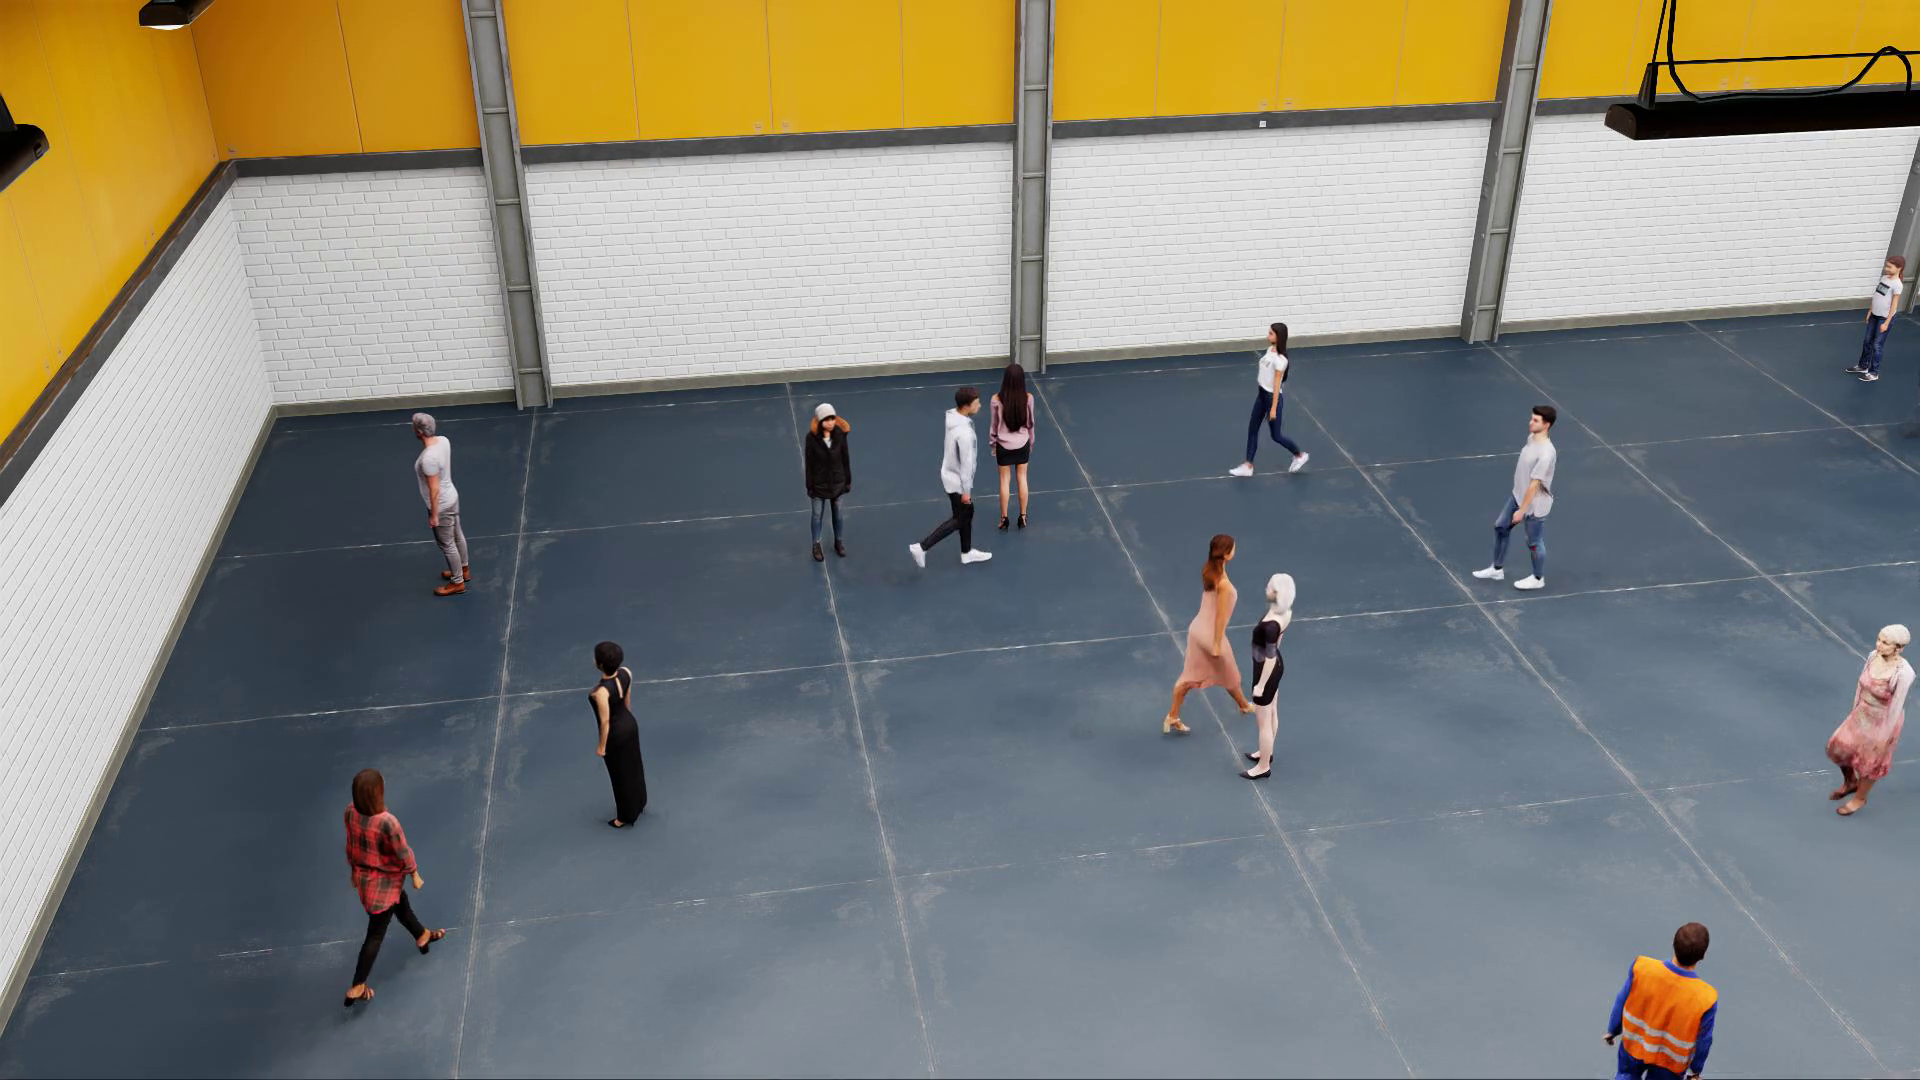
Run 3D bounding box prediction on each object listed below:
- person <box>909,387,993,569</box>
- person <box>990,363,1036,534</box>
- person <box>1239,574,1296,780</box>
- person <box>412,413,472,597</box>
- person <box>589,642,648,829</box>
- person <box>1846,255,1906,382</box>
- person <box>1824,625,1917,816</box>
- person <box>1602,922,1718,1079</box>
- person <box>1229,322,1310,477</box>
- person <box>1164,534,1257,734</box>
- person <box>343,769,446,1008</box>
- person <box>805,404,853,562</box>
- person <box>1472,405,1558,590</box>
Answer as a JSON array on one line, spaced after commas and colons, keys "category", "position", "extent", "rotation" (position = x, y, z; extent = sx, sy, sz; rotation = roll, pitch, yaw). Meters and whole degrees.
[{"category": "person", "position": [-0.110, -0.550, 15.879], "extent": [1.100, 1.901, 0.756], "rotation": [-8, 30, -15]}, {"category": "person", "position": [0.532, -0.917, 16.645], "extent": [0.459, 1.812, 0.673], "rotation": [-4, 29, -7]}, {"category": "person", "position": [2.415, 1.057, 13.006], "extent": [0.665, 1.830, 0.656], "rotation": [10, 30, 18]}, {"category": "person", "position": [-4.847, -0.351, 15.592], "extent": [0.612, 1.825, 0.721], "rotation": [0, 29, -1]}, {"category": "person", "position": [-2.564, 1.460, 12.507], "extent": [0.667, 1.601, 0.656], "rotation": [10, 30, 18]}, {"category": "person", "position": [11.205, -2.724, 20.215], "extent": [0.518, 1.564, 0.534], "rotation": [-4, 29, -7]}, {"category": "person", "position": [7.009, 1.362, 12.602], "extent": [0.669, 1.681, 0.650], "rotation": [-11, 30, -19]}, {"category": "person", "position": [3.931, 2.963, 9.482], "extent": [0.917, 1.858, 0.977], "rotation": [21, 35, 34]}, {"category": "person", "position": [3.391, -1.458, 17.705], "extent": [1.085, 1.745, 0.598], "rotation": [-5, 29, -9]}, {"category": "person", "position": [1.930, 0.812, 13.506], "extent": [1.163, 1.782, 0.719], "rotation": [-8, 30, -14]}, {"category": "person", "position": [-3.864, 2.298, 10.911], "extent": [1.118, 1.657, 1.131], "rotation": [16, 32, 26]}, {"category": "person", "position": [-1.297, -0.585, 16.223], "extent": [0.570, 1.632, 0.717], "rotation": [-9, 30, -16]}, {"category": "person", "position": [5.442, -0.375, 15.599], "extent": [0.890, 1.860, 0.716], "rotation": [-4, 29, -7]}]
